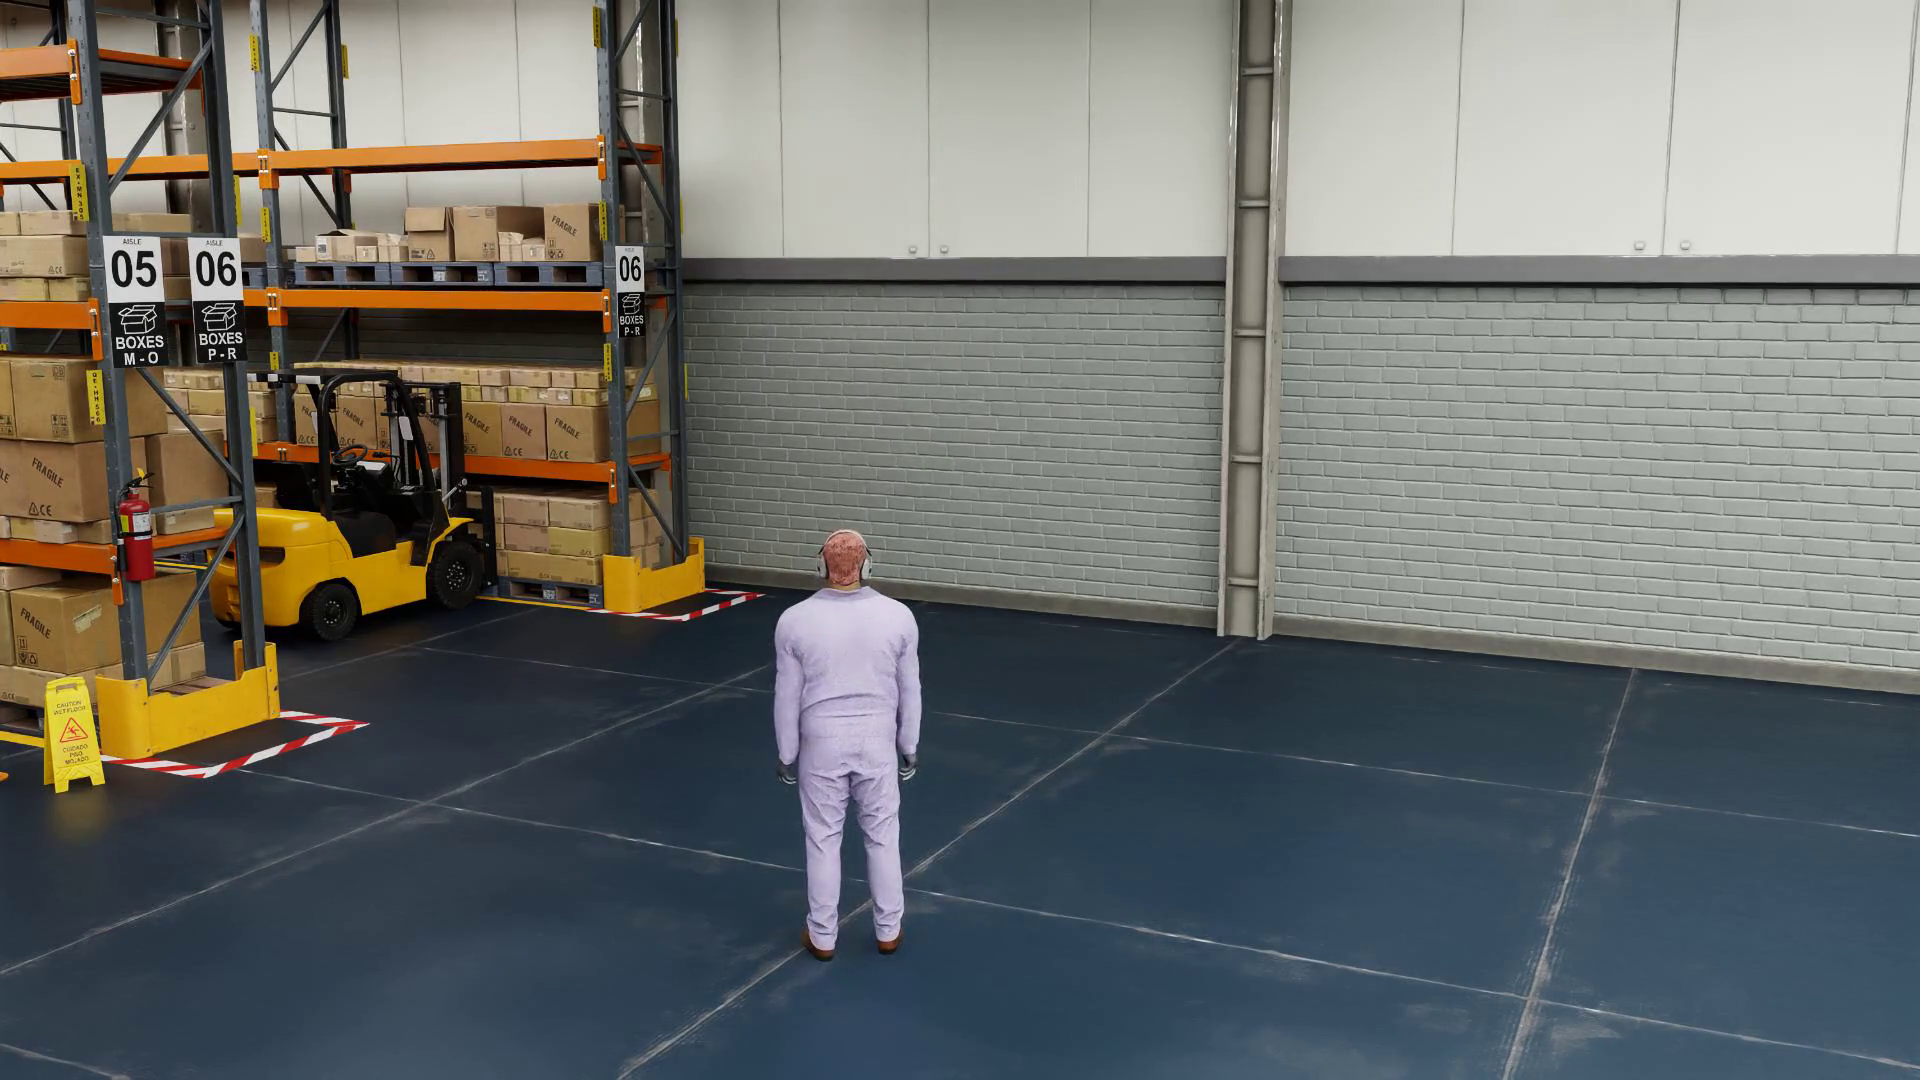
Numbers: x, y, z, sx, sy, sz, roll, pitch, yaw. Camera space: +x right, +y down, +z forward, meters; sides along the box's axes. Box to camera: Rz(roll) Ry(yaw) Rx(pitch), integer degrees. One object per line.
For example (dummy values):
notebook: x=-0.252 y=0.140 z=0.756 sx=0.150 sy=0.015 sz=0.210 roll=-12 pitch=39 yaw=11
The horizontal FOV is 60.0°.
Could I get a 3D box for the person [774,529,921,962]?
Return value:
person: x=-0.498 y=0.897 z=7.335 sx=0.652 sy=1.906 sz=0.402 roll=-2 pitch=9 yaw=-12
